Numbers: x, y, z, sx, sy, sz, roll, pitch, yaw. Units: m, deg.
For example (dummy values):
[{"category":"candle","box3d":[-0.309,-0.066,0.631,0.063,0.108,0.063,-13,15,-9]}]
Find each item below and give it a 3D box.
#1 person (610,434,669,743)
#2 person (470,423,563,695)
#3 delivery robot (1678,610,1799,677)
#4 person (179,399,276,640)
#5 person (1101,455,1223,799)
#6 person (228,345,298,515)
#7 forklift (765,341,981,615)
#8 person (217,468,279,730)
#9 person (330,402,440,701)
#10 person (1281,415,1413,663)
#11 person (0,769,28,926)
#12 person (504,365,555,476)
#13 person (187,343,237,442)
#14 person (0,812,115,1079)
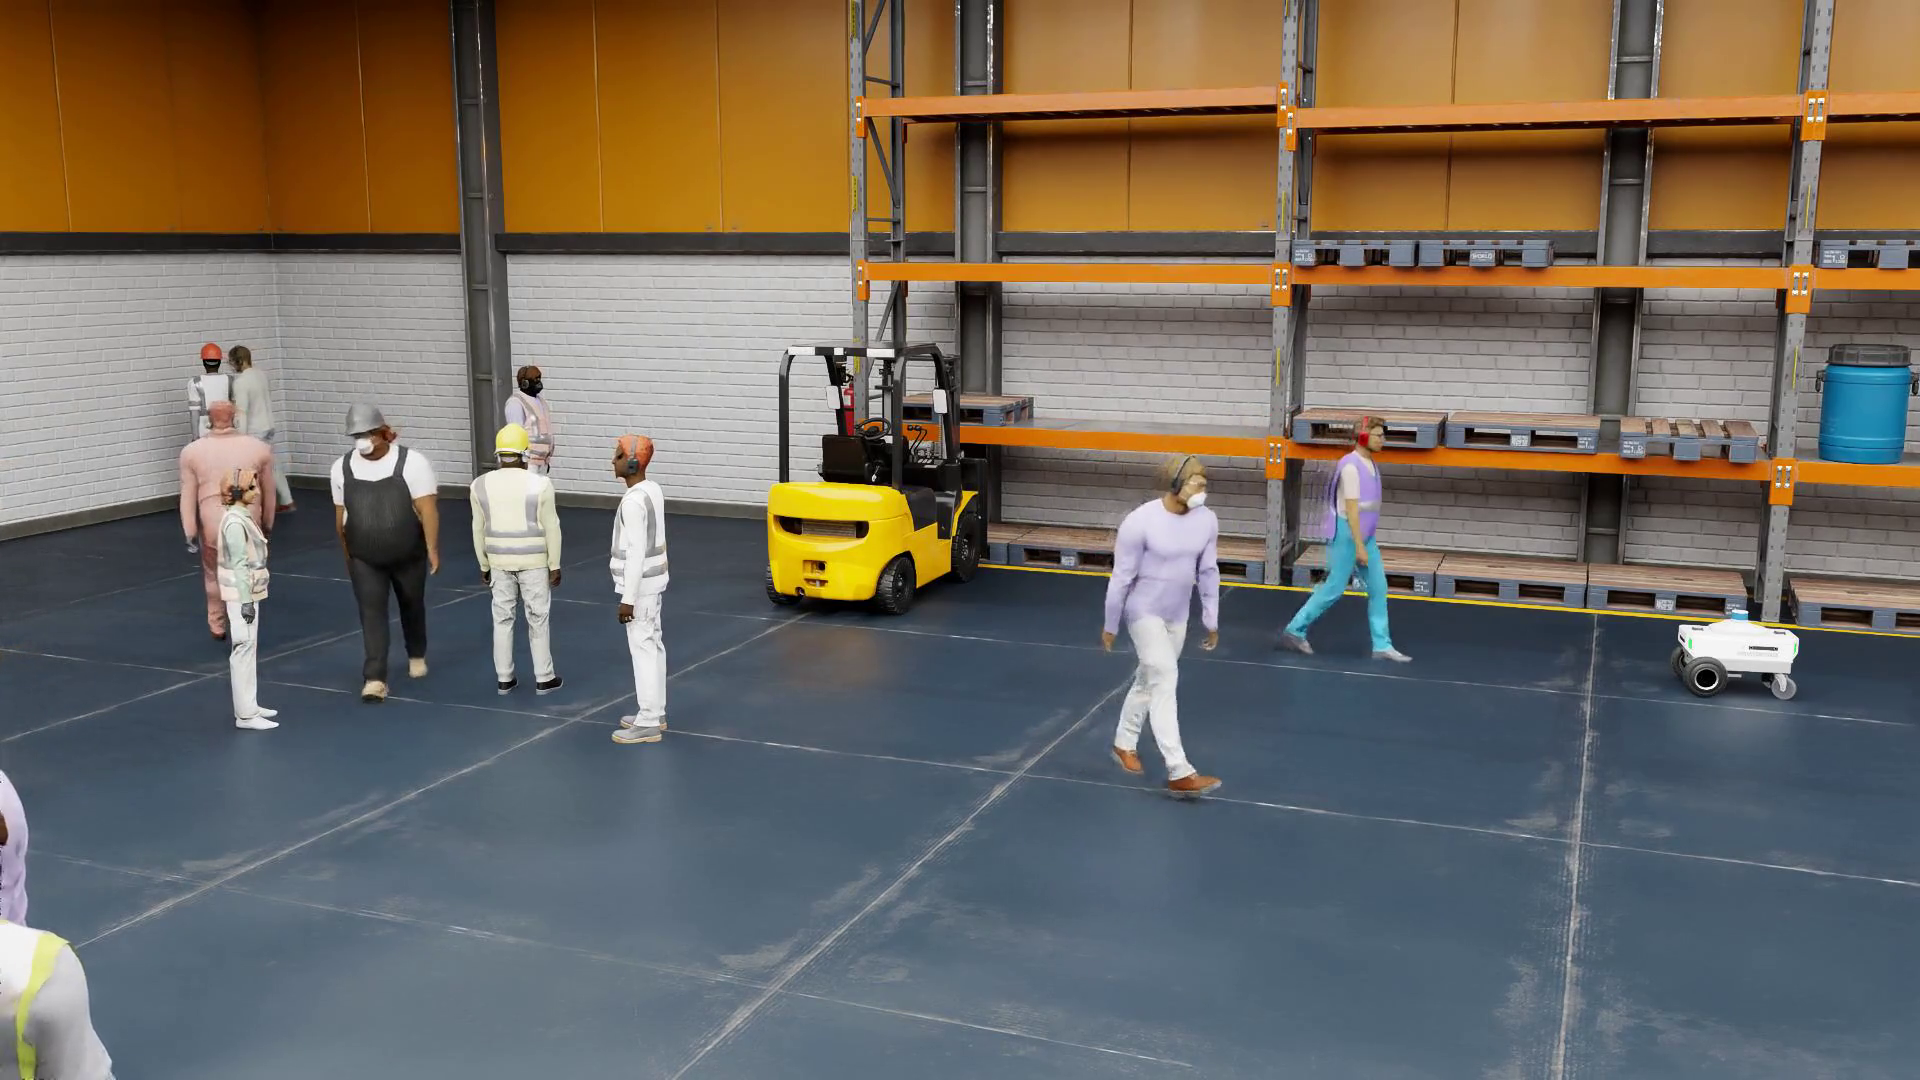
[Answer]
[{"category":"person","box3d":[-1.959,0.292,10.130,0.355,1.885,0.575,0,10,0]},{"category":"person","box3d":[-2.949,0.133,11.148,0.590,1.837,0.403,1,10,4]},{"category":"delivery robot","box3d":[5.245,0.715,11.218,0.707,0.478,0.477,2,10,12]},{"category":"person","box3d":[-5.481,-0.122,12.500,0.652,1.868,0.914,-4,11,-22]},{"category":"person","box3d":[1.133,0.457,9.194,0.653,1.877,1.020,-7,12,-35]},{"category":"person","box3d":[-7.648,-1.169,18.179,0.520,1.916,0.743,1,10,5]},{"category":"forklift","box3d":[-0.739,-0.602,14.246,1.214,2.155,2.313,4,11,21]},{"category":"person","box3d":[-4.469,0.365,10.405,0.307,1.639,0.525,-4,11,-22]},{"category":"person","box3d":[-3.876,0.011,11.258,0.709,2.000,1.059,-2,10,-11]},{"category":"person","box3d":[2.813,-0.017,12.073,0.906,1.811,0.574,7,12,33]},{"category":"person","box3d":[-2.831,1.266,4.668,0.641,1.902,0.402,10,14,44]},{"category":"person","box3d":[-4.161,-0.776,16.196,0.430,1.845,0.619,2,10,9]},{"category":"person","box3d":[-8.119,-1.179,18.171,0.551,1.936,0.357,-7,12,-35]},{"category":"person","box3d":[-2.189,1.463,3.745,0.646,1.841,0.429,0,10,0]}]
